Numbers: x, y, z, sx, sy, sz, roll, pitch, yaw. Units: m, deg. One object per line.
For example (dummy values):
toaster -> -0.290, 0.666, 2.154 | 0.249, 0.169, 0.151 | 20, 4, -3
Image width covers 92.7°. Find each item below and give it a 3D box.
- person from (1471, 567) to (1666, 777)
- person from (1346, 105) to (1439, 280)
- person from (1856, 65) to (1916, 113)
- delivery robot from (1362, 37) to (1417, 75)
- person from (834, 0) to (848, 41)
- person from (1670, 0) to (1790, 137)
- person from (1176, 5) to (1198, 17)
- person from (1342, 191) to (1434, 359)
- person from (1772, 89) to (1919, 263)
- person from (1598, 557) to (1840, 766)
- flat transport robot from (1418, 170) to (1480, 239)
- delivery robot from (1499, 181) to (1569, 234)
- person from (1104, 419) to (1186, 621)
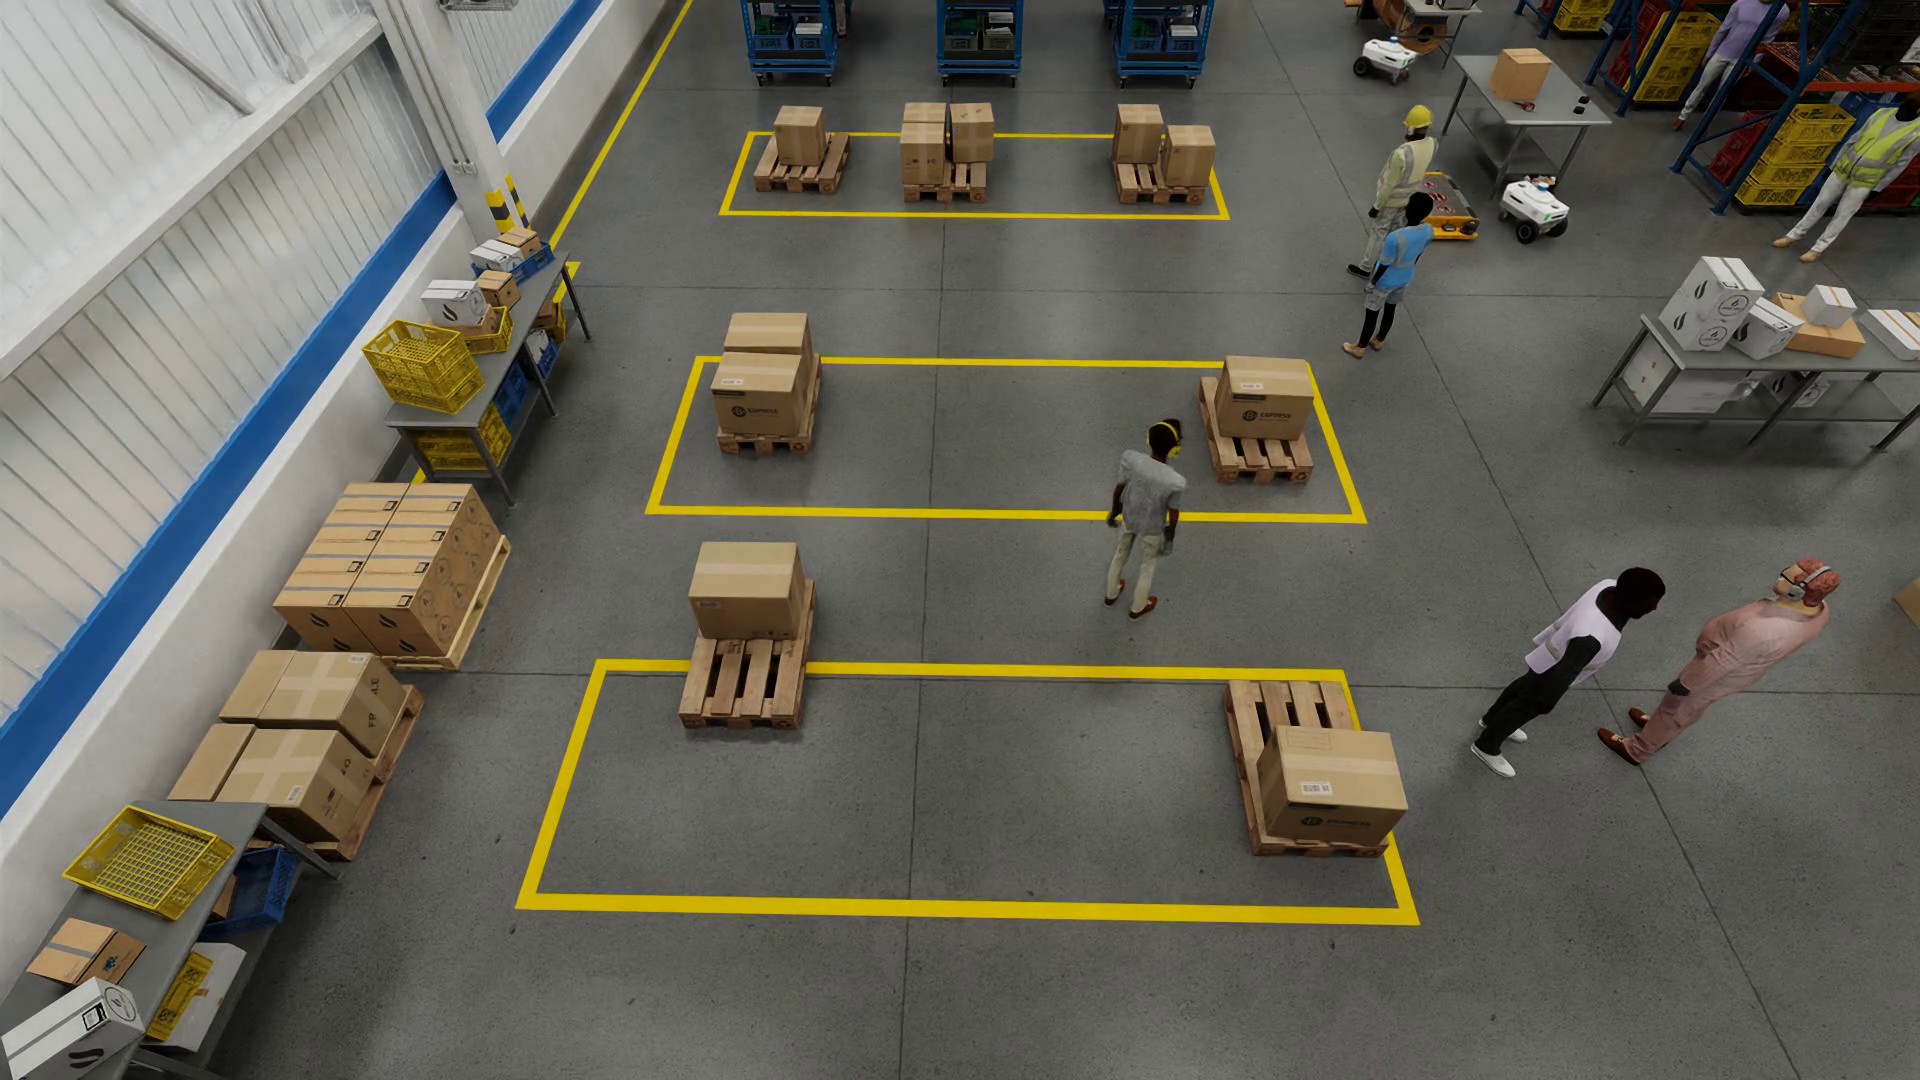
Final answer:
person -> 3.749, 0.799, 5.742 | 0.392, 1.919, 0.591 | 29, 55, 23
person -> 4.554, -3.615, 9.626 | 0.588, 1.821, 0.404 | -25, 54, -20
person -> 12.193, -6.157, 11.786 | 0.576, 1.882, 0.362 | -30, 55, -23
delivery robot -> 6.268, -7.089, 13.405 | 0.477, 0.478, 0.707 | -35, 58, -27
person -> -1.953, -8.677, 13.900 | 0.393, 1.985, 0.611 | -3, 49, -3
person -> 9.962, -6.233, 11.822 | 0.626, 1.932, 0.364 | 32, 56, 25
person -> 3.779, -9.297, 14.661 | 0.313, 1.642, 0.513 | -27, 54, -22
person -> 4.107, -2.500, 8.741 | 0.542, 1.695, 0.316 | -21, 52, -17
person -> 9.661, -3.916, 9.872 | 0.429, 1.846, 0.627 | -17, 51, -14
person -> 4.769, 0.789, 5.767 | 0.631, 1.899, 0.404 | -21, 52, -17
flat transport robot -> 5.692, -4.094, 11.059 | 0.652, 0.197, 1.431 | 1, 49, 1
delivery robot -> 6.668, -3.903, 10.647 | 0.477, 0.478, 0.707 | -16, 51, -14
person -> 1.313, -0.124, 6.574 | 0.524, 1.867, 0.310 | 30, 55, 23
